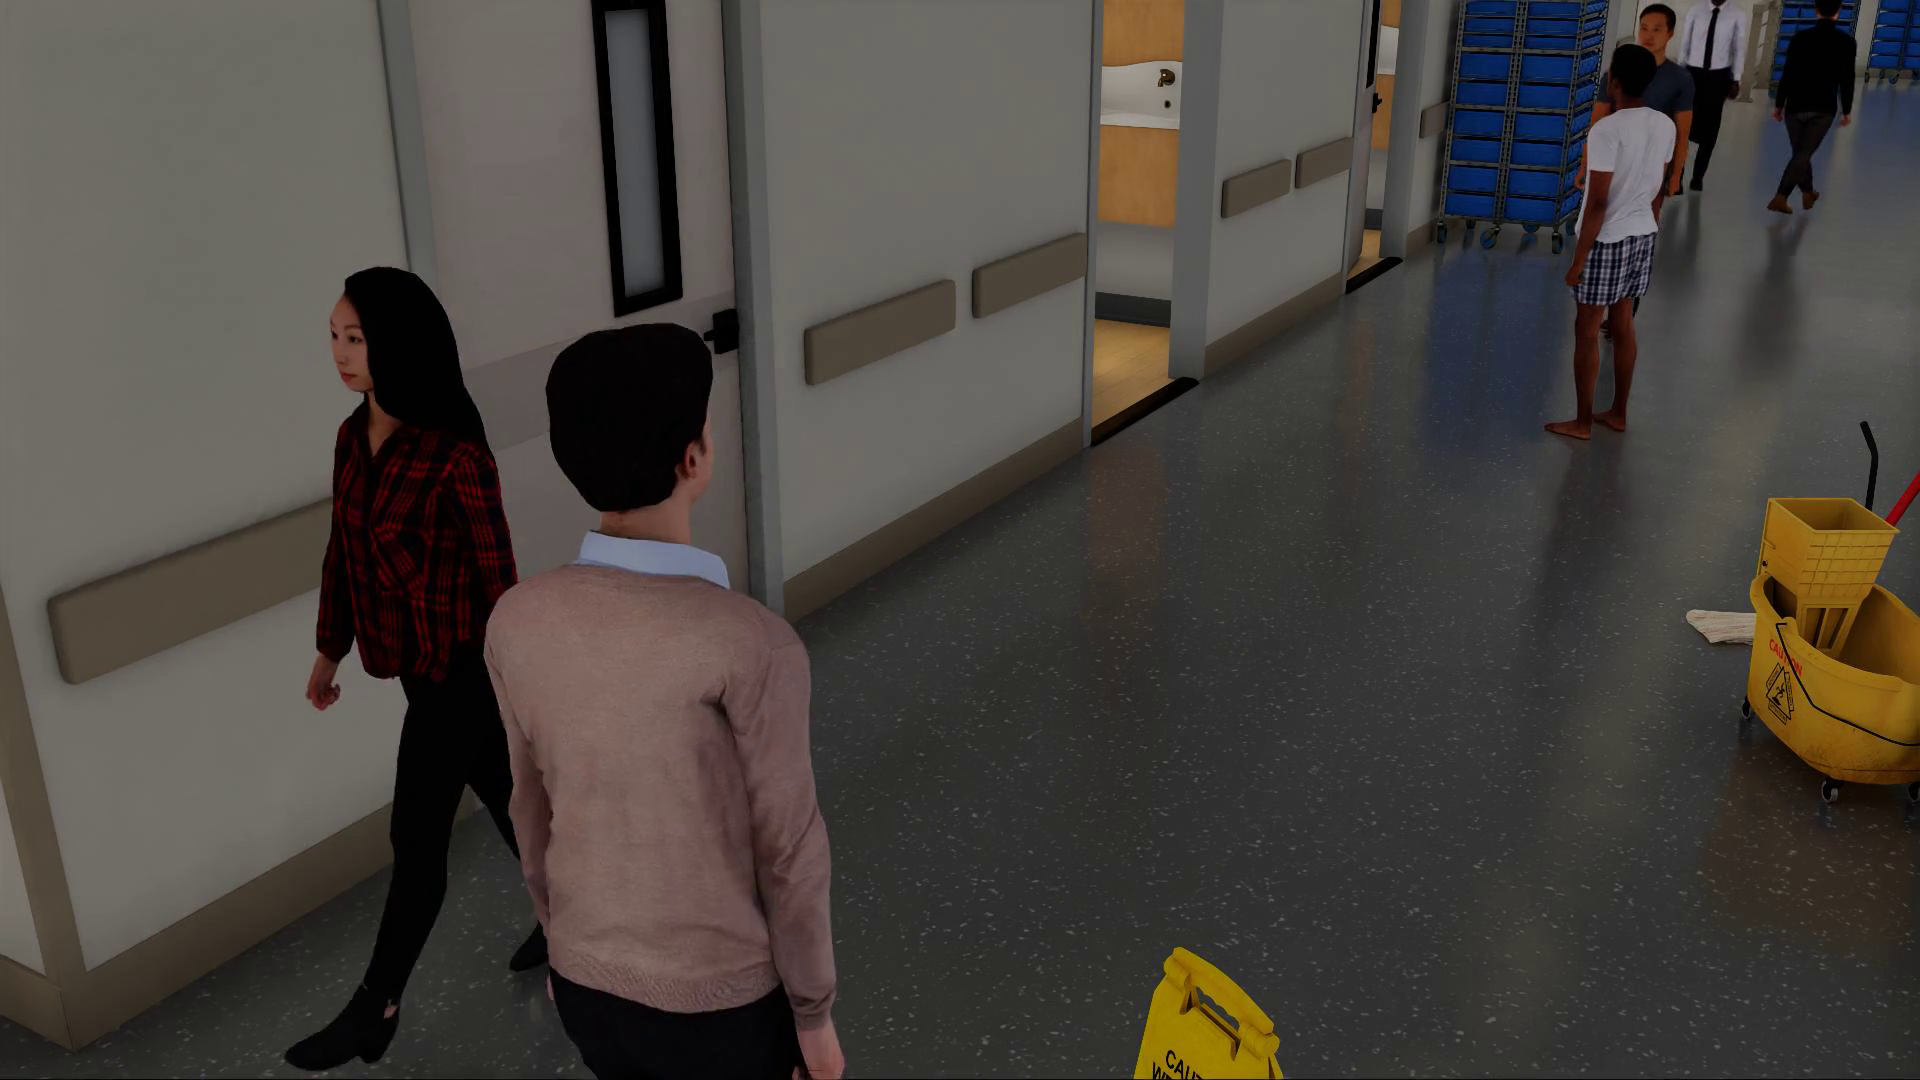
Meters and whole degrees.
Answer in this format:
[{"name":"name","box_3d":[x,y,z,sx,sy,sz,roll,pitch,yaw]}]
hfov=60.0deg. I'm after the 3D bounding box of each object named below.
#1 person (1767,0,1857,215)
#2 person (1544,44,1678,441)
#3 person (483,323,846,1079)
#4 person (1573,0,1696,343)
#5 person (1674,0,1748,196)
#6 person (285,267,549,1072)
[{"name":"person","box_3d":[6.553,-3.346,12.863,1.139,1.684,0.894,-17,27,-38]},{"name":"person","box_3d":[2.930,-1.320,7.451,0.662,1.730,0.780,-10,23,-25]},{"name":"person","box_3d":[-0.411,0.624,2.216,0.686,1.802,0.830,9,23,23]},{"name":"person","box_3d":[3.742,-2.014,9.198,0.739,1.790,0.893,17,26,37]},{"name":"person","box_3d":[6.228,-3.781,13.859,0.702,1.793,1.183,11,23,26]},{"name":"person","box_3d":[-1.004,0.235,3.494,0.719,1.623,1.061,17,26,37]}]
